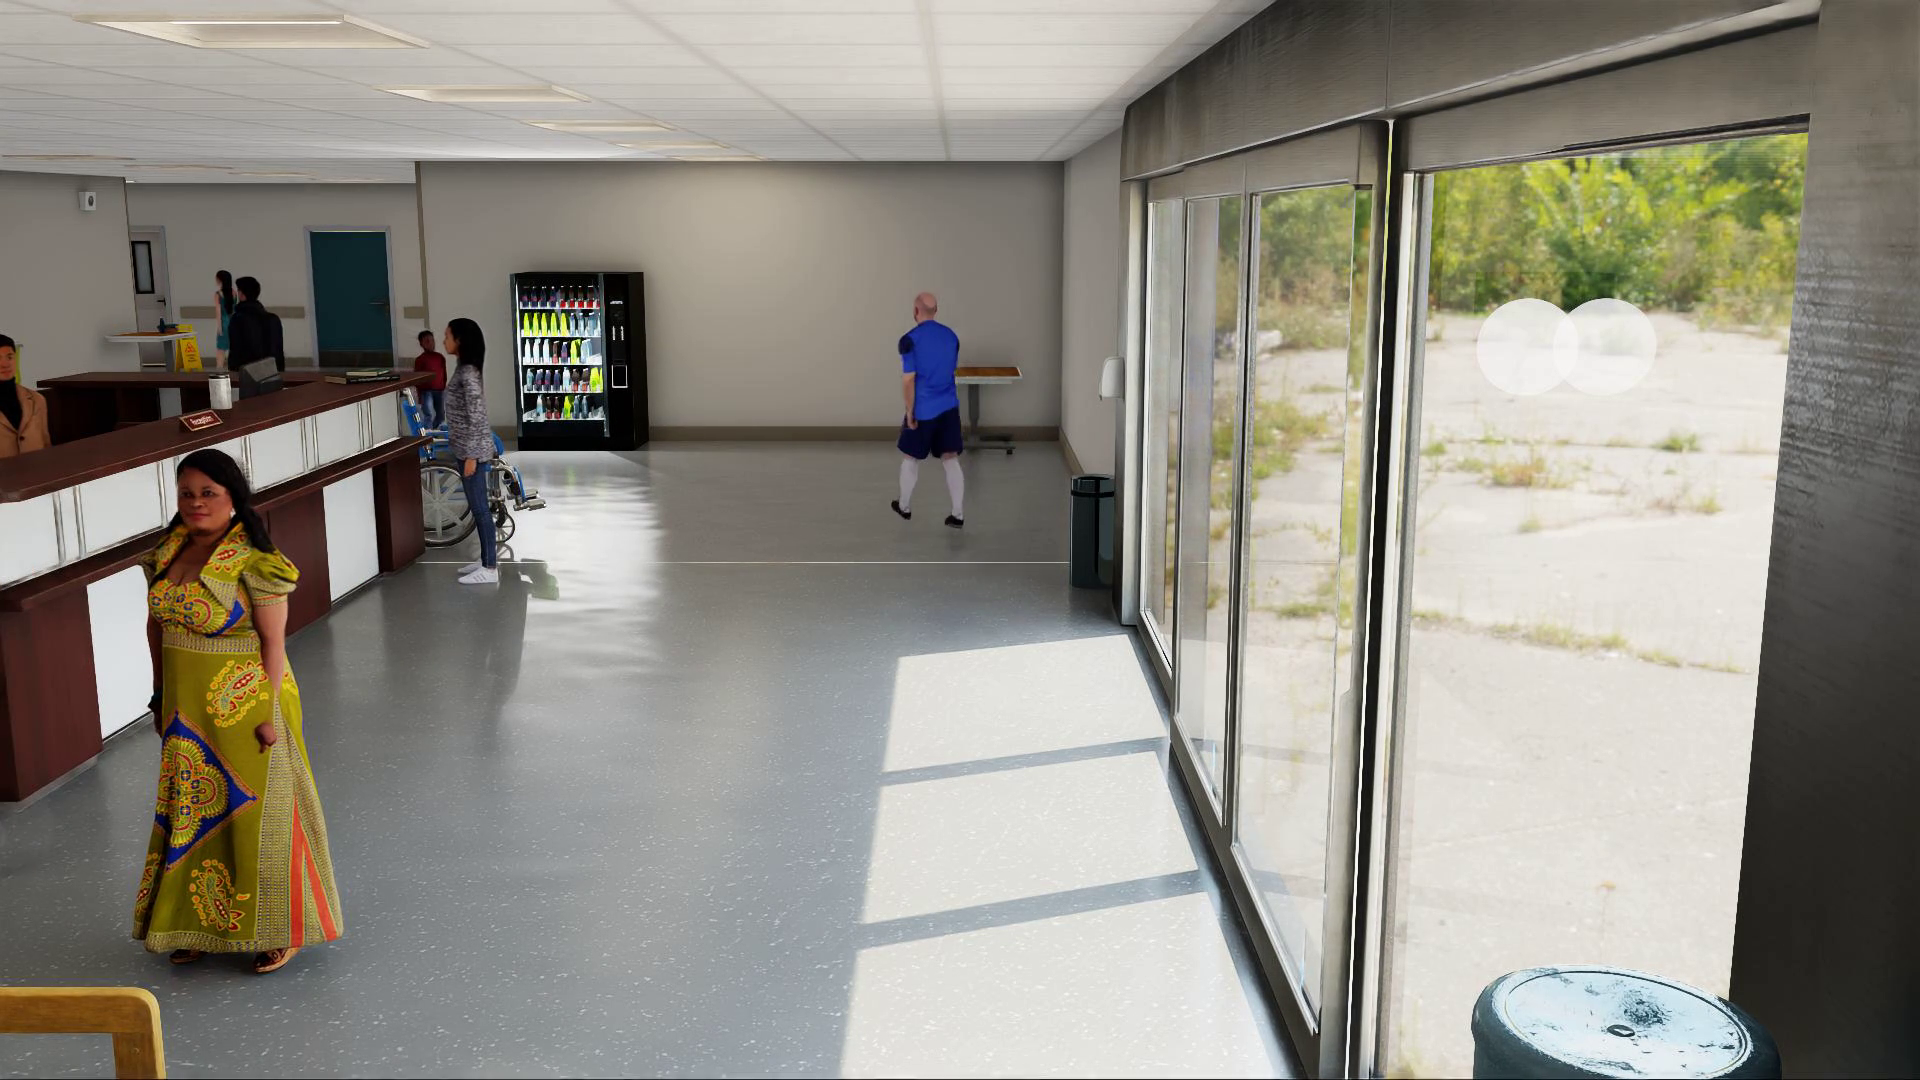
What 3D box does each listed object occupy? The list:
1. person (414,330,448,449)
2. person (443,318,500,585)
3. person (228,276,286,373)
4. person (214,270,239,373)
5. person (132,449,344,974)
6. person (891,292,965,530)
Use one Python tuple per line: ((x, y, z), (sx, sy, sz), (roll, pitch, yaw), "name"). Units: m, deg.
((-5.522, -1.549, 17.301), (0.743, 1.245, 0.680), (10, 14, 41), "person")
((-3.212, -0.593, 10.955), (0.623, 1.731, 0.676), (-3, 11, -16), "person")
((-6.112, -1.351, 14.588), (1.150, 1.866, 0.960), (5, 12, 26), "person")
((-10.498, -3.024, 24.016), (1.104, 1.637, 0.995), (9, 14, 40), "person")
((-2.316, 0.528, 5.244), (0.801, 1.659, 0.980), (2, 11, 12), "person")
((-0.165, -0.933, 12.599), (1.251, 1.786, 1.078), (-5, 12, -25), "person")
